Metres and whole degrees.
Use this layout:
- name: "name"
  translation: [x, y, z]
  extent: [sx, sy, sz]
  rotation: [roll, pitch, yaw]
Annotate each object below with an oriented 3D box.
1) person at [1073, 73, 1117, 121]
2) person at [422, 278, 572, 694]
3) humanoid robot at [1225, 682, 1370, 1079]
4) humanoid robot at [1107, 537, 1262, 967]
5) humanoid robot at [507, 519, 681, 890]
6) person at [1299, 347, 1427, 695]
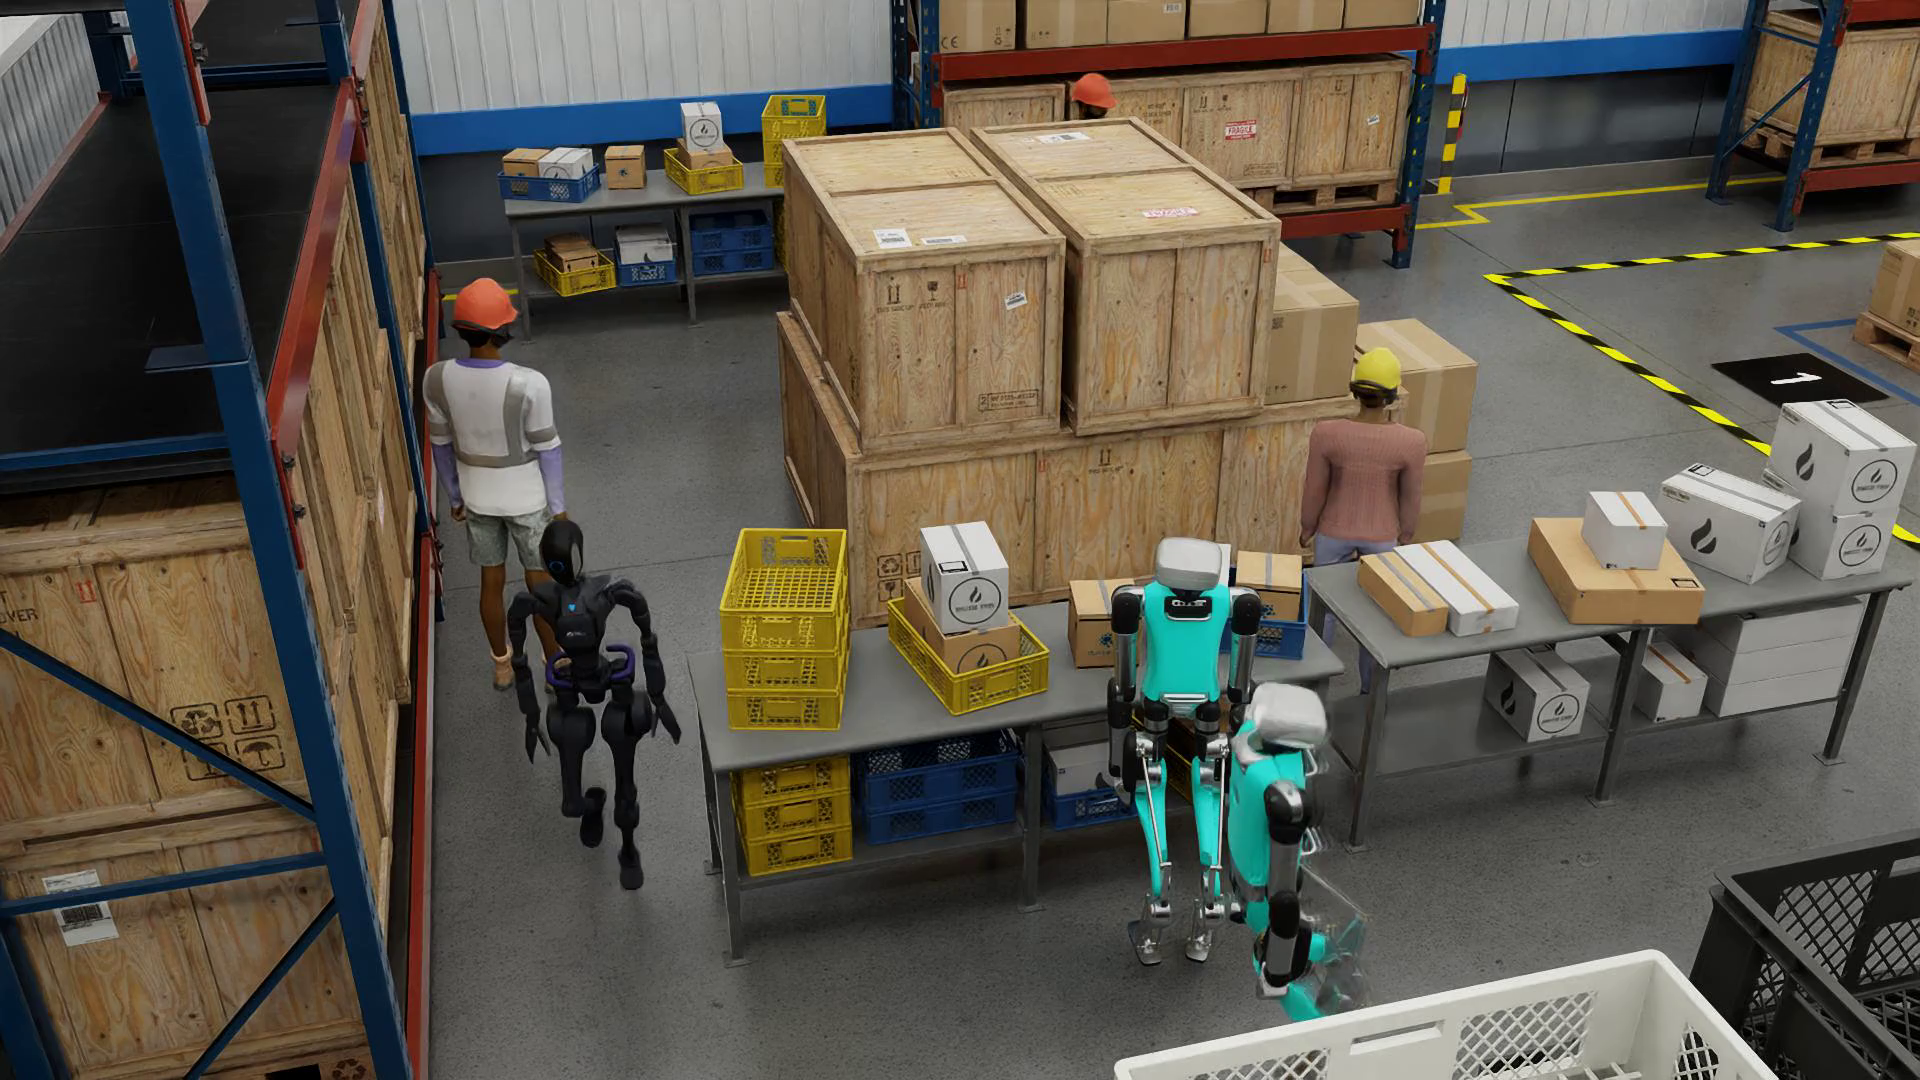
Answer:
- name: "person"
  translation: [0.893, -2.285, 11.555]
  extent: [0.446, 1.914, 0.547]
  rotation: [17, 33, 28]
- name: "person"
  translation: [-2.093, -0.220, 7.680]
  extent: [0.607, 2.043, 0.395]
  rotation: [5, 29, 10]
- name: "humanoid robot"
  translation: [1.158, 1.240, 5.372]
  extent: [0.721, 1.812, 0.551]
  rotation: [-3, 29, -6]
- name: "humanoid robot"
  translation: [0.788, 0.862, 5.890]
  extent: [0.533, 1.677, 0.735]
  rotation: [1, 29, 2]
- name: "humanoid robot"
  translation: [-1.418, 0.621, 6.533]
  extent: [0.608, 1.647, 0.401]
  rotation: [-5, 29, -8]
- name: "person"
  translation: [1.822, -0.041, 7.639]
  extent: [0.529, 1.765, 0.324]
  rotation: [6, 29, 10]
